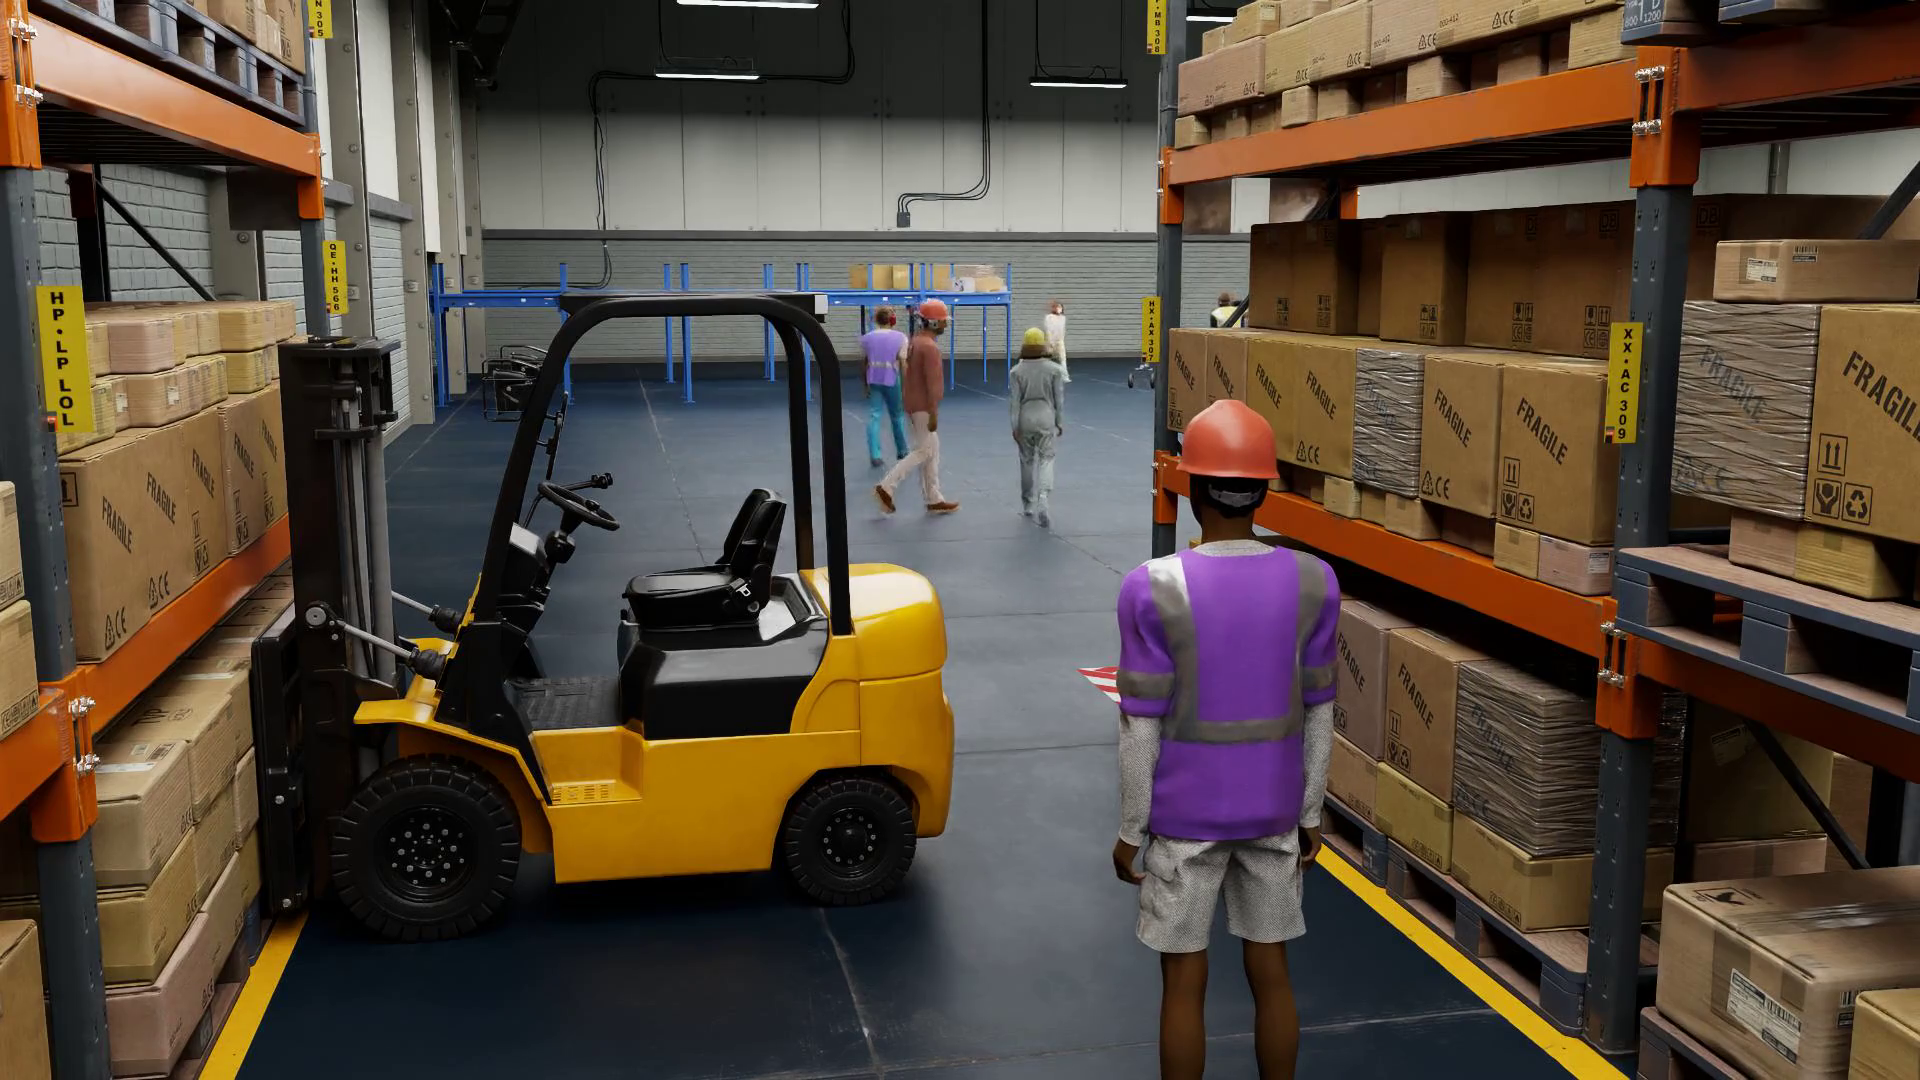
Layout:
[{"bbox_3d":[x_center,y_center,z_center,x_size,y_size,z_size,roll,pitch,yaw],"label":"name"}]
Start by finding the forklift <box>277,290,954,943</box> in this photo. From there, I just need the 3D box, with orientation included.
[{"bbox_3d":[-1.179,0.175,6.143,2.313,2.155,1.214,-2,10,-12],"label":"forklift"}]

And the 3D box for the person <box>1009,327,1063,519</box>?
[{"bbox_3d":[0.682,-1.056,14.967,0.485,1.714,0.777,1,9,6],"label":"person"}]

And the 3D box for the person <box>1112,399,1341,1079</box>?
[{"bbox_3d":[0.621,0.634,3.996,0.545,1.938,0.361,-2,10,-13],"label":"person"}]

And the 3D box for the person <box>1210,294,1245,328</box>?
[{"bbox_3d":[4.653,-3.398,29.073,0.681,1.774,0.969,-2,10,-15],"label":"person"}]

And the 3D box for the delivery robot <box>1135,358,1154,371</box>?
[{"bbox_3d":[3.464,-3.319,31.351,0.335,0.223,0.698,2,10,13],"label":"delivery robot"}]

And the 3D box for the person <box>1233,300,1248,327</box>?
[{"bbox_3d":[5.013,-3.595,30.696,0.540,1.663,0.882,-2,10,-12],"label":"person"}]

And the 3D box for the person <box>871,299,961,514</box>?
[{"bbox_3d":[-0.411,-1.198,15.077,0.788,1.974,0.636,-2,10,-15],"label":"person"}]

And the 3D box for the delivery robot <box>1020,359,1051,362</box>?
[{"bbox_3d":[1.516,-3.529,33.404,0.477,0.478,0.707,-6,10,-32],"label":"delivery robot"}]

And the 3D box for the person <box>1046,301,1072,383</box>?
[{"bbox_3d":[1.859,-3.902,32.740,0.507,1.590,0.853,-6,11,-32],"label":"person"}]

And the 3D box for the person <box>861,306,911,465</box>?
[{"bbox_3d":[-0.842,-1.780,19.132,0.591,1.791,0.954,3,10,17],"label":"person"}]
